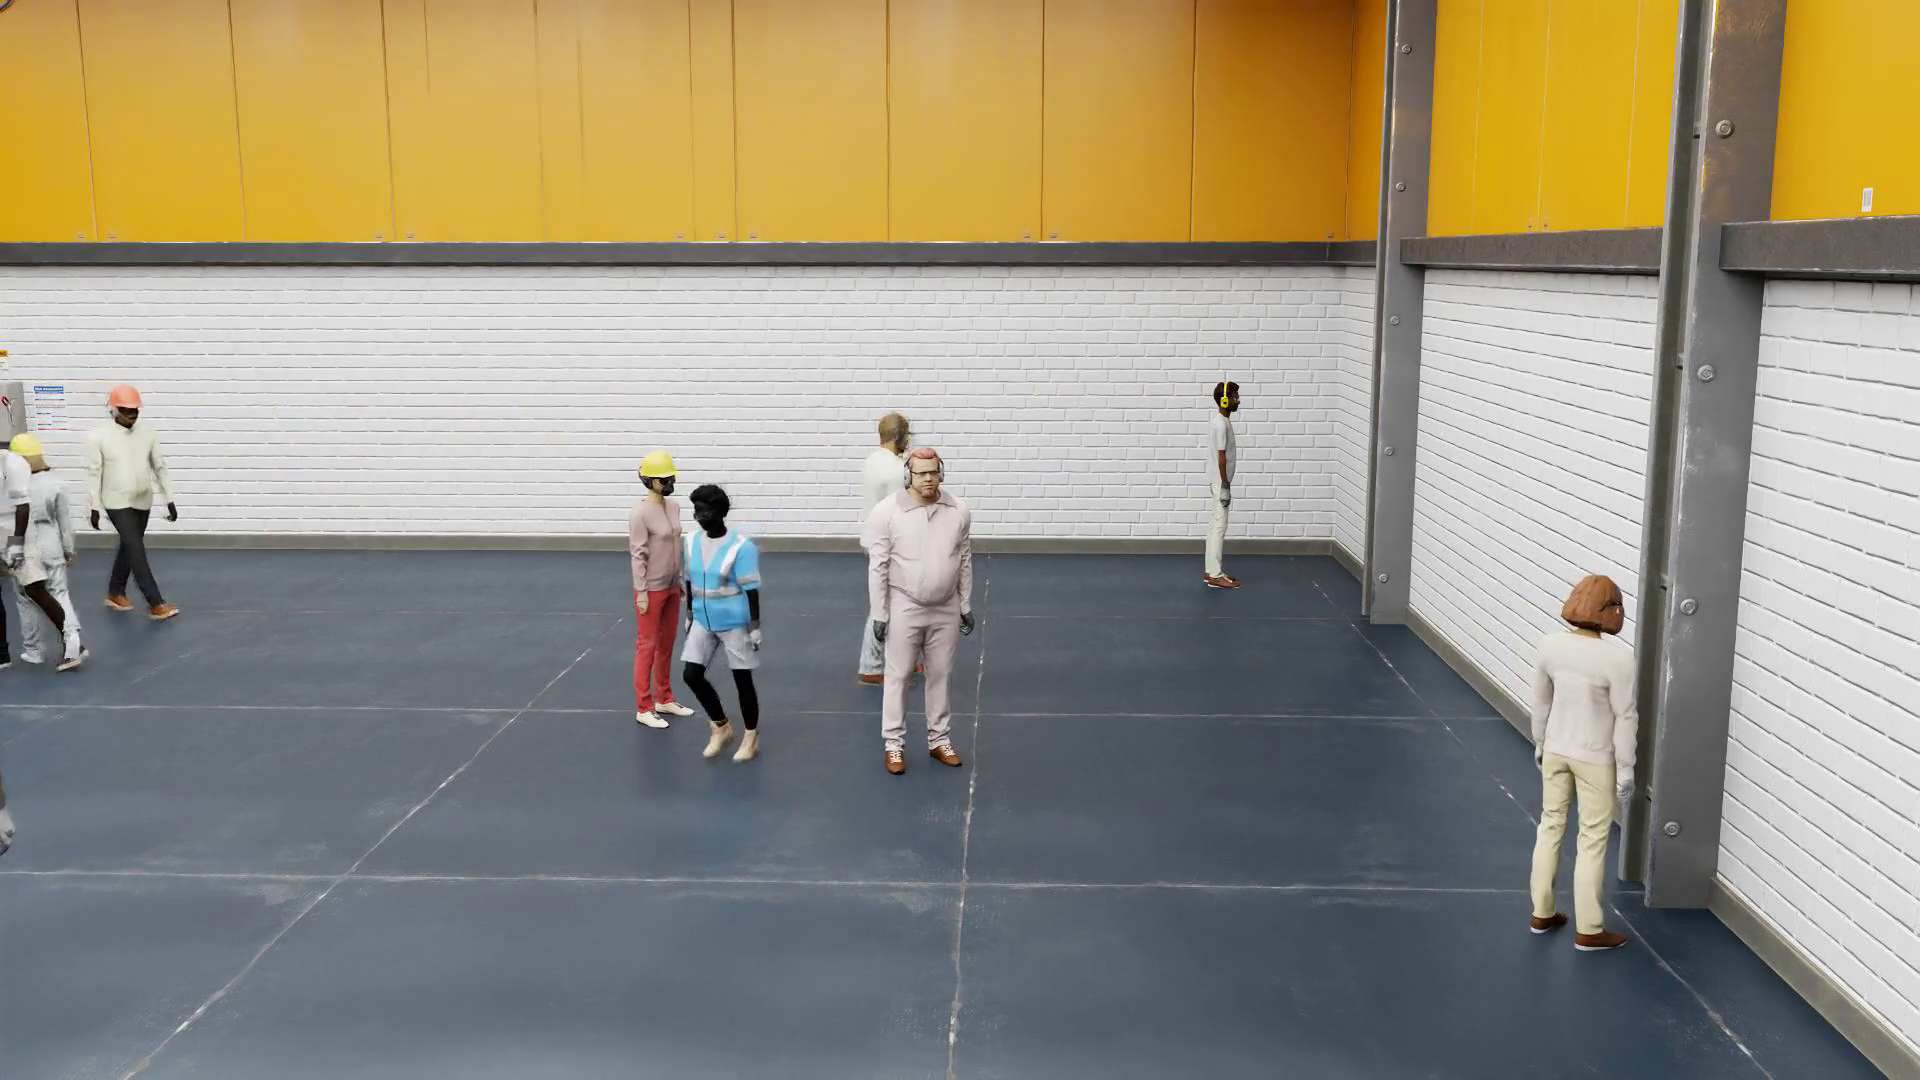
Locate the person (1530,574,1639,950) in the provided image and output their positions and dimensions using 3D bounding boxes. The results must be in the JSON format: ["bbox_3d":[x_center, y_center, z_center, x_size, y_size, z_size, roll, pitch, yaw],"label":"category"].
[{"bbox_3d":[2.709,0.956,7.234,0.268,1.631,0.507,-6,11,-32],"label":"person"}]

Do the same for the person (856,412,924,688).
[{"bbox_3d":[-0.473,0.076,11.632,0.552,1.914,0.639,-3,10,-17],"label":"person"}]

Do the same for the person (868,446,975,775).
[{"bbox_3d":[-0.207,0.403,9.673,0.648,1.907,0.401,-4,11,-23],"label":"person"}]

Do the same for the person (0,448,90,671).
[{"bbox_3d":[-6.796,0.002,11.941,0.840,1.939,0.581,4,10,22],"label":"person"}]

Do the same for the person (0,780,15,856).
[{"bbox_3d":[-3.941,1.008,6.372,0.528,1.838,0.913,-6,11,-31],"label":"person"}]

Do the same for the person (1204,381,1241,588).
[{"bbox_3d":[2.395,-0.504,15.093,0.323,1.871,0.528,0,10,2],"label":"person"}]

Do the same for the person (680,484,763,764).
[{"bbox_3d":[-1.393,0.495,9.798,0.626,1.669,0.447,5,11,29],"label":"person"}]

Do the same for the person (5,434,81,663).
[{"bbox_3d":[-6.687,0.085,12.086,0.734,1.719,0.491,9,13,43],"label":"person"}]

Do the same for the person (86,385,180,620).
[{"bbox_3d":[-6.879,-0.322,13.834,1.052,1.938,0.640,5,11,29],"label":"person"}]

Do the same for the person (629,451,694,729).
[{"bbox_3d":[-1.910,0.307,10.648,0.313,1.767,0.533,4,10,21],"label":"person"}]
